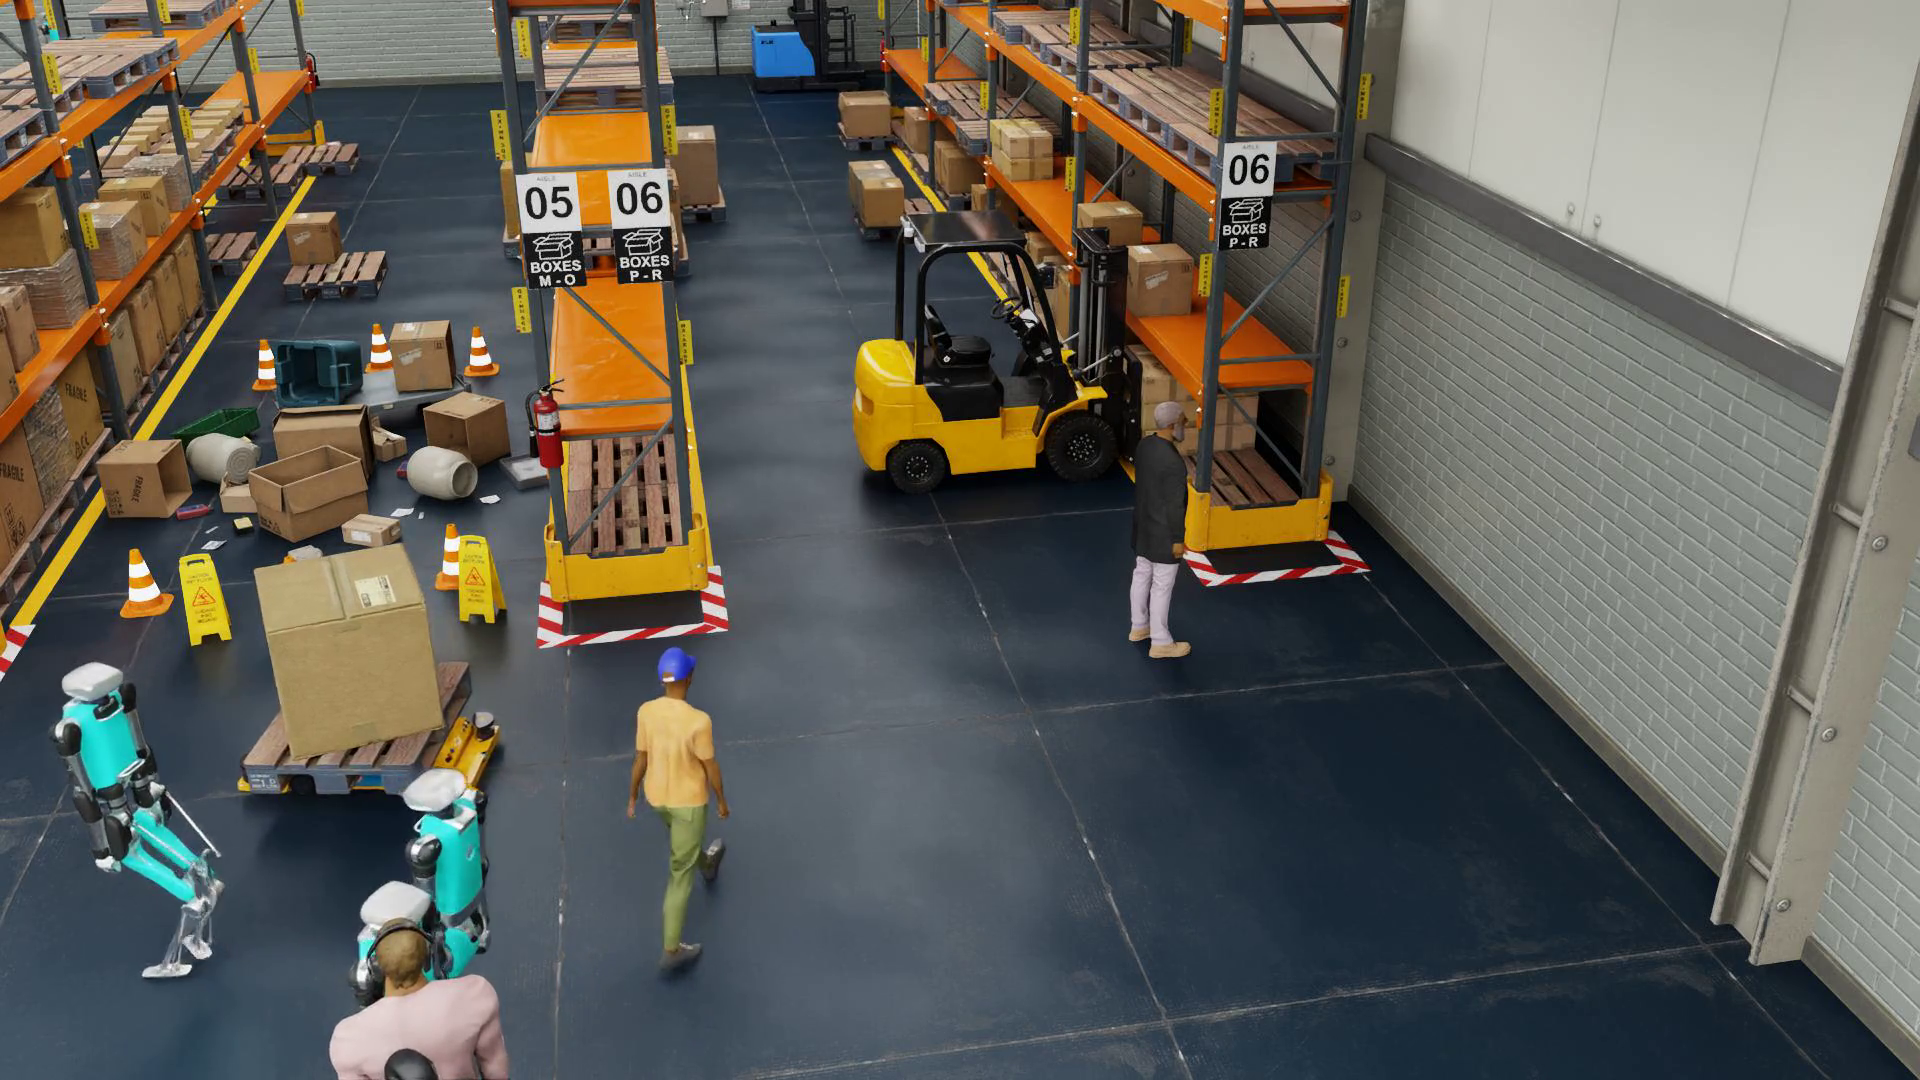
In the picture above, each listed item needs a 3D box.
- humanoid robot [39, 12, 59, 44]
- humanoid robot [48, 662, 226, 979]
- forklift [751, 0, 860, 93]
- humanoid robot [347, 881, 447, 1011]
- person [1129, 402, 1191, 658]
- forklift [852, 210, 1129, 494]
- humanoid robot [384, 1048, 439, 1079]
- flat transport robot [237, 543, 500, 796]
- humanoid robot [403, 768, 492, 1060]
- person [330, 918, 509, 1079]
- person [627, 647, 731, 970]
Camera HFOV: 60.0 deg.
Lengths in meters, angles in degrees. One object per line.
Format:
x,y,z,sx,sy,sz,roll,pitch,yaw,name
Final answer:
-14.958,-7.991,28.116,0.790,1.806,0.566,-2,26,-3,humanoid robot
-4.033,1.436,8.390,0.690,1.748,0.540,5,26,9,humanoid robot
-2.872,-9.679,30.288,1.873,2.768,1.129,-5,26,-10,forklift
-2.032,2.209,6.833,0.688,1.800,0.544,4,26,9,humanoid robot
1.375,-0.076,11.455,0.405,1.856,0.532,-11,28,-21,person
0.216,-1.659,14.366,2.313,2.155,1.214,-5,26,-10,forklift
-1.899,2.552,6.183,0.344,1.655,0.585,16,30,30,humanoid robot
-3.671,1.326,10.368,1.431,0.231,0.659,0,26,1,flat transport robot
-2.468,1.834,7.623,0.673,1.803,0.556,6,26,12,humanoid robot
-2.043,2.277,6.461,0.627,1.940,0.376,-14,29,-27,person
-1.451,1.327,8.760,0.486,1.635,0.988,11,28,21,person
